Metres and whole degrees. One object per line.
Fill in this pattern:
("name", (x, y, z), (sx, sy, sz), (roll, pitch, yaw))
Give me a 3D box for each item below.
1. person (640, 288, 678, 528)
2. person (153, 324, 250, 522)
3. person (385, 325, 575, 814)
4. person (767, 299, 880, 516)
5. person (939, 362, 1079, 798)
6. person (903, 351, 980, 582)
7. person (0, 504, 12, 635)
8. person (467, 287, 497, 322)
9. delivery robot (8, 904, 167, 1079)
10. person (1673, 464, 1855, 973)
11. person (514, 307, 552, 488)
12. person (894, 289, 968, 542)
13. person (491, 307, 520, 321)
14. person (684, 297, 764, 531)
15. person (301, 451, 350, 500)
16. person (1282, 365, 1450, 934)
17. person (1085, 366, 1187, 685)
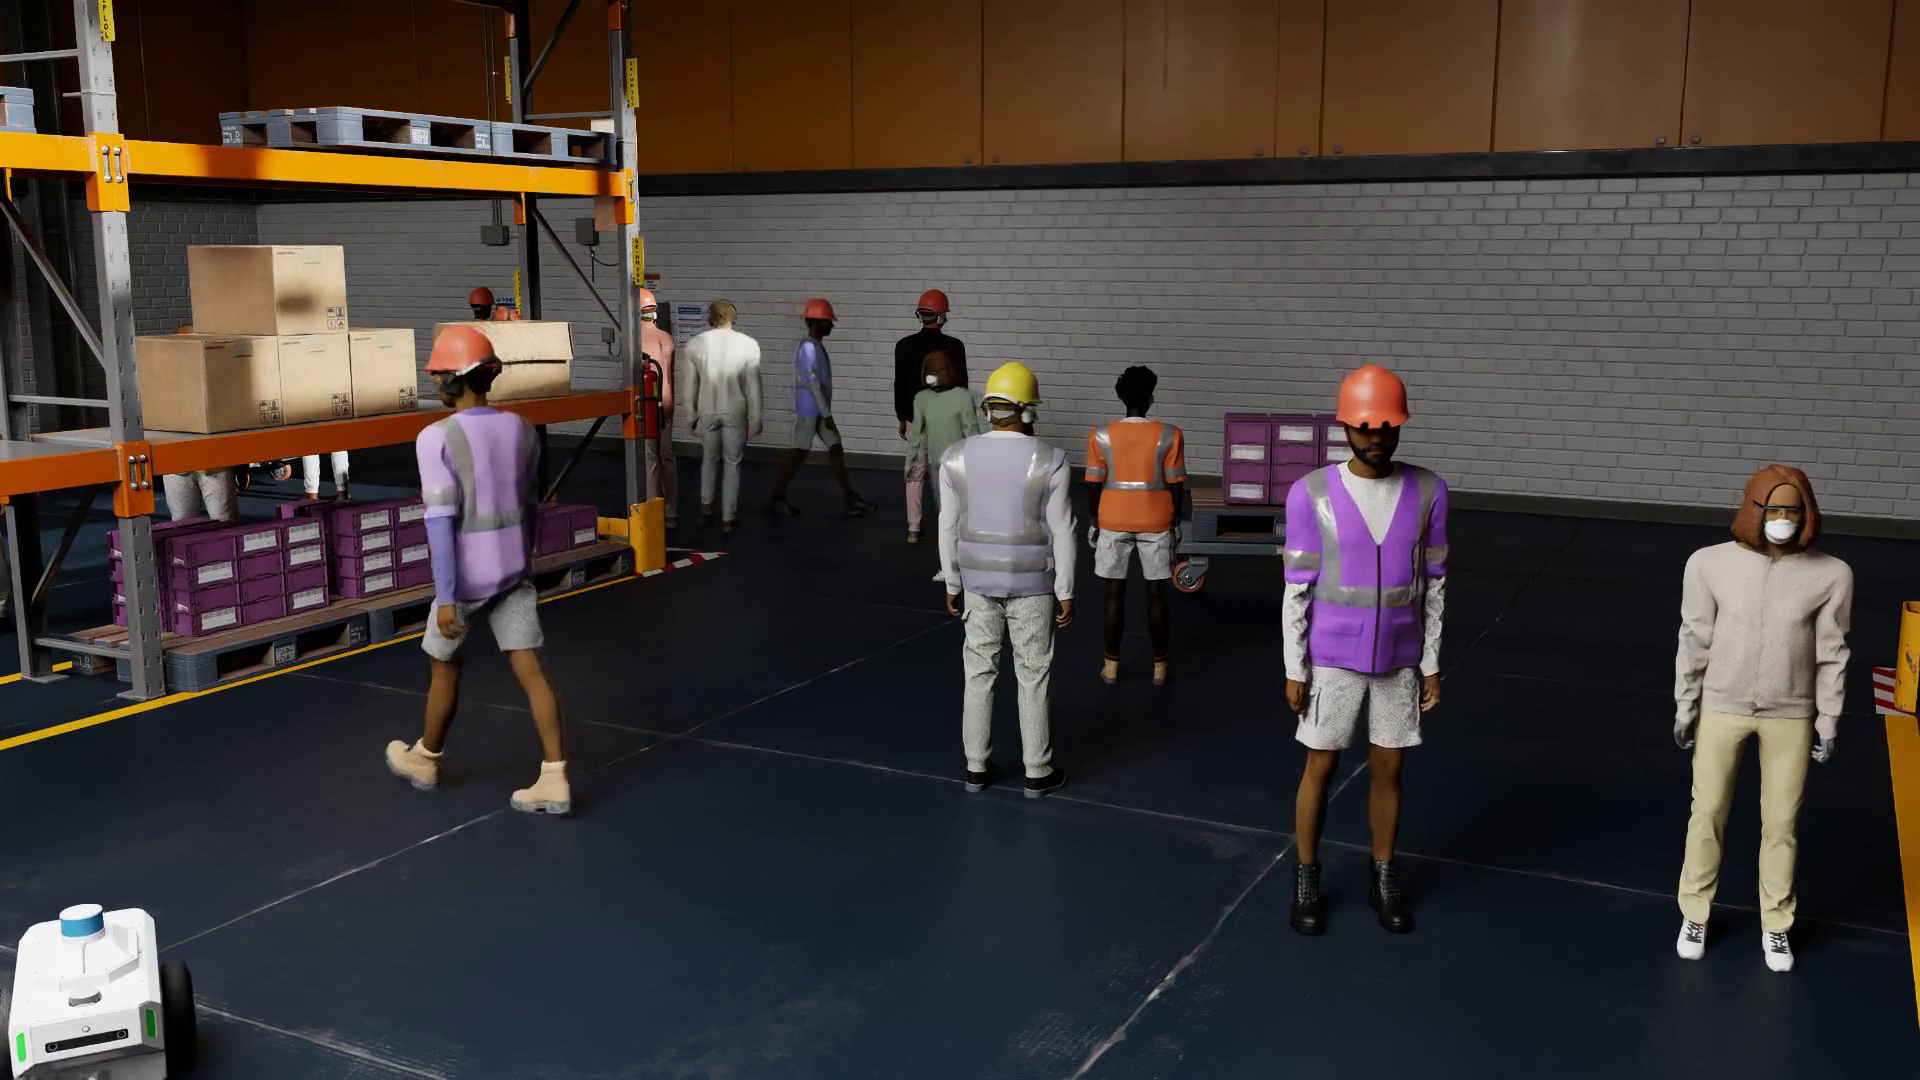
("person", (-2.548, -1.051, 13.605), (0.392, 1.991, 0.613), (4, 11, 24))
("person", (-4.884, -0.468, 10.694), (0.626, 1.836, 0.428), (-1, 10, -5))
("person", (-1.986, 0.119, 6.833), (1.075, 1.987, 0.629), (7, 12, 34))
("person", (-1.227, -1.129, 14.373), (0.967, 1.894, 0.555), (2, 10, 10))
("person", (0.213, 0.171, 6.998), (0.599, 1.827, 0.404), (4, 10, 20))
("person", (-0.124, -0.504, 11.541), (0.567, 1.603, 0.649), (7, 12, 36))
("person", (-5.924, -0.322, 9.847), (0.600, 1.827, 0.403), (0, 10, 0))
("person", (-4.790, -1.574, 16.783), (0.545, 1.938, 0.356), (3, 10, 17))
("delivery robot", (-2.305, 1.209, 4.402), (0.477, 0.478, 0.707), (-5, 11, -27))
("person", (2.543, 0.565, 5.310), (0.498, 1.629, 0.276), (4, 10, 20))
("person", (-4.053, -1.327, 15.648), (0.429, 1.839, 0.621), (2, 10, 12))
("person", (-0.213, -0.960, 13.068), (0.619, 1.994, 0.381), (4, 10, 20))
("person", (-3.554, -0.822, 12.646), (0.541, 1.868, 0.796), (-4, 11, -24))
("person", (-1.924, -1.023, 13.651), (0.635, 1.921, 0.431), (1, 10, 8))
("person", (-5.889, -1.308, 15.246), (0.628, 1.940, 0.373), (-6, 11, -29))
("person", (1.342, 0.383, 5.513), (0.548, 1.927, 0.422), (0, 10, -2))
("person", (0.927, -0.070, 8.787), (0.533, 1.692, 0.322), (2, 10, 10))
